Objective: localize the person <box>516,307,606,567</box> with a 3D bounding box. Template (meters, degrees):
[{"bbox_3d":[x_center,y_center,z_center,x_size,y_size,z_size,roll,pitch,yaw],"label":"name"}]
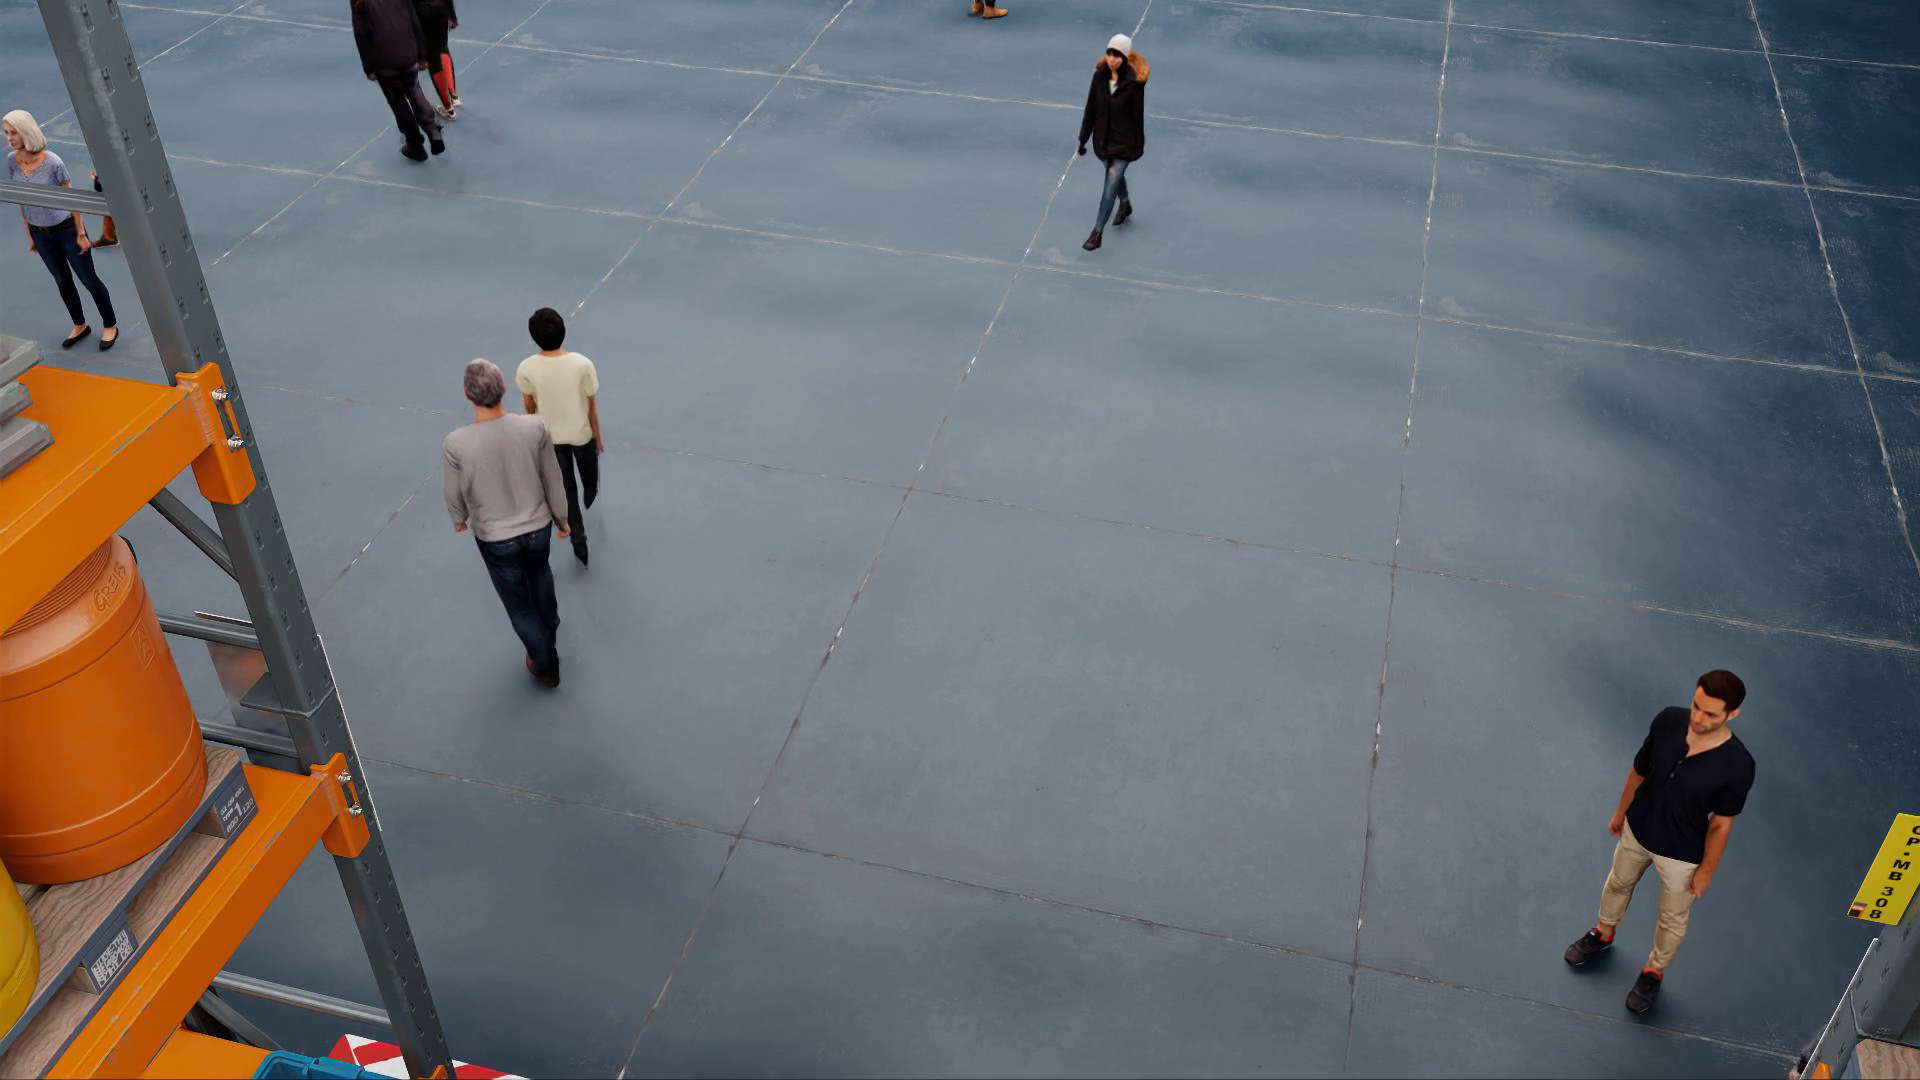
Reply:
[{"bbox_3d":[-2.239,-0.546,9.511,0.903,1.551,1.077,-9,39,-11],"label":"person"}]

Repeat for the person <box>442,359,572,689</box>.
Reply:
[{"bbox_3d":[-2.264,0.000,8.545,0.964,1.882,1.021,-22,43,-26],"label":"person"}]

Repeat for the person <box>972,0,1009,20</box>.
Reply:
[{"bbox_3d":[0.292,-6.008,16.353,0.789,1.723,0.764,-31,48,-34],"label":"person"}]

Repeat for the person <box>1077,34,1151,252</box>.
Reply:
[{"bbox_3d":[1.211,-3.074,12.708,0.852,1.592,1.125,22,43,25],"label":"person"}]

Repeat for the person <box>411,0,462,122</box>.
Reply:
[{"bbox_3d":[-4.543,-4.492,14.350,0.722,1.803,0.820,-29,46,-31],"label":"person"}]

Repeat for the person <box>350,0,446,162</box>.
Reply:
[{"bbox_3d":[-4.597,-3.923,13.617,0.900,1.810,0.955,-24,44,-28],"label":"person"}]

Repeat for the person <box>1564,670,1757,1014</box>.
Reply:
[{"bbox_3d":[2.983,1.234,6.989,0.741,1.854,0.706,-24,44,-28],"label":"person"}]

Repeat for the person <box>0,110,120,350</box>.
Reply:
[{"bbox_3d":[-6.176,-2.119,11.383,0.616,1.722,0.541,4,38,6],"label":"person"}]
